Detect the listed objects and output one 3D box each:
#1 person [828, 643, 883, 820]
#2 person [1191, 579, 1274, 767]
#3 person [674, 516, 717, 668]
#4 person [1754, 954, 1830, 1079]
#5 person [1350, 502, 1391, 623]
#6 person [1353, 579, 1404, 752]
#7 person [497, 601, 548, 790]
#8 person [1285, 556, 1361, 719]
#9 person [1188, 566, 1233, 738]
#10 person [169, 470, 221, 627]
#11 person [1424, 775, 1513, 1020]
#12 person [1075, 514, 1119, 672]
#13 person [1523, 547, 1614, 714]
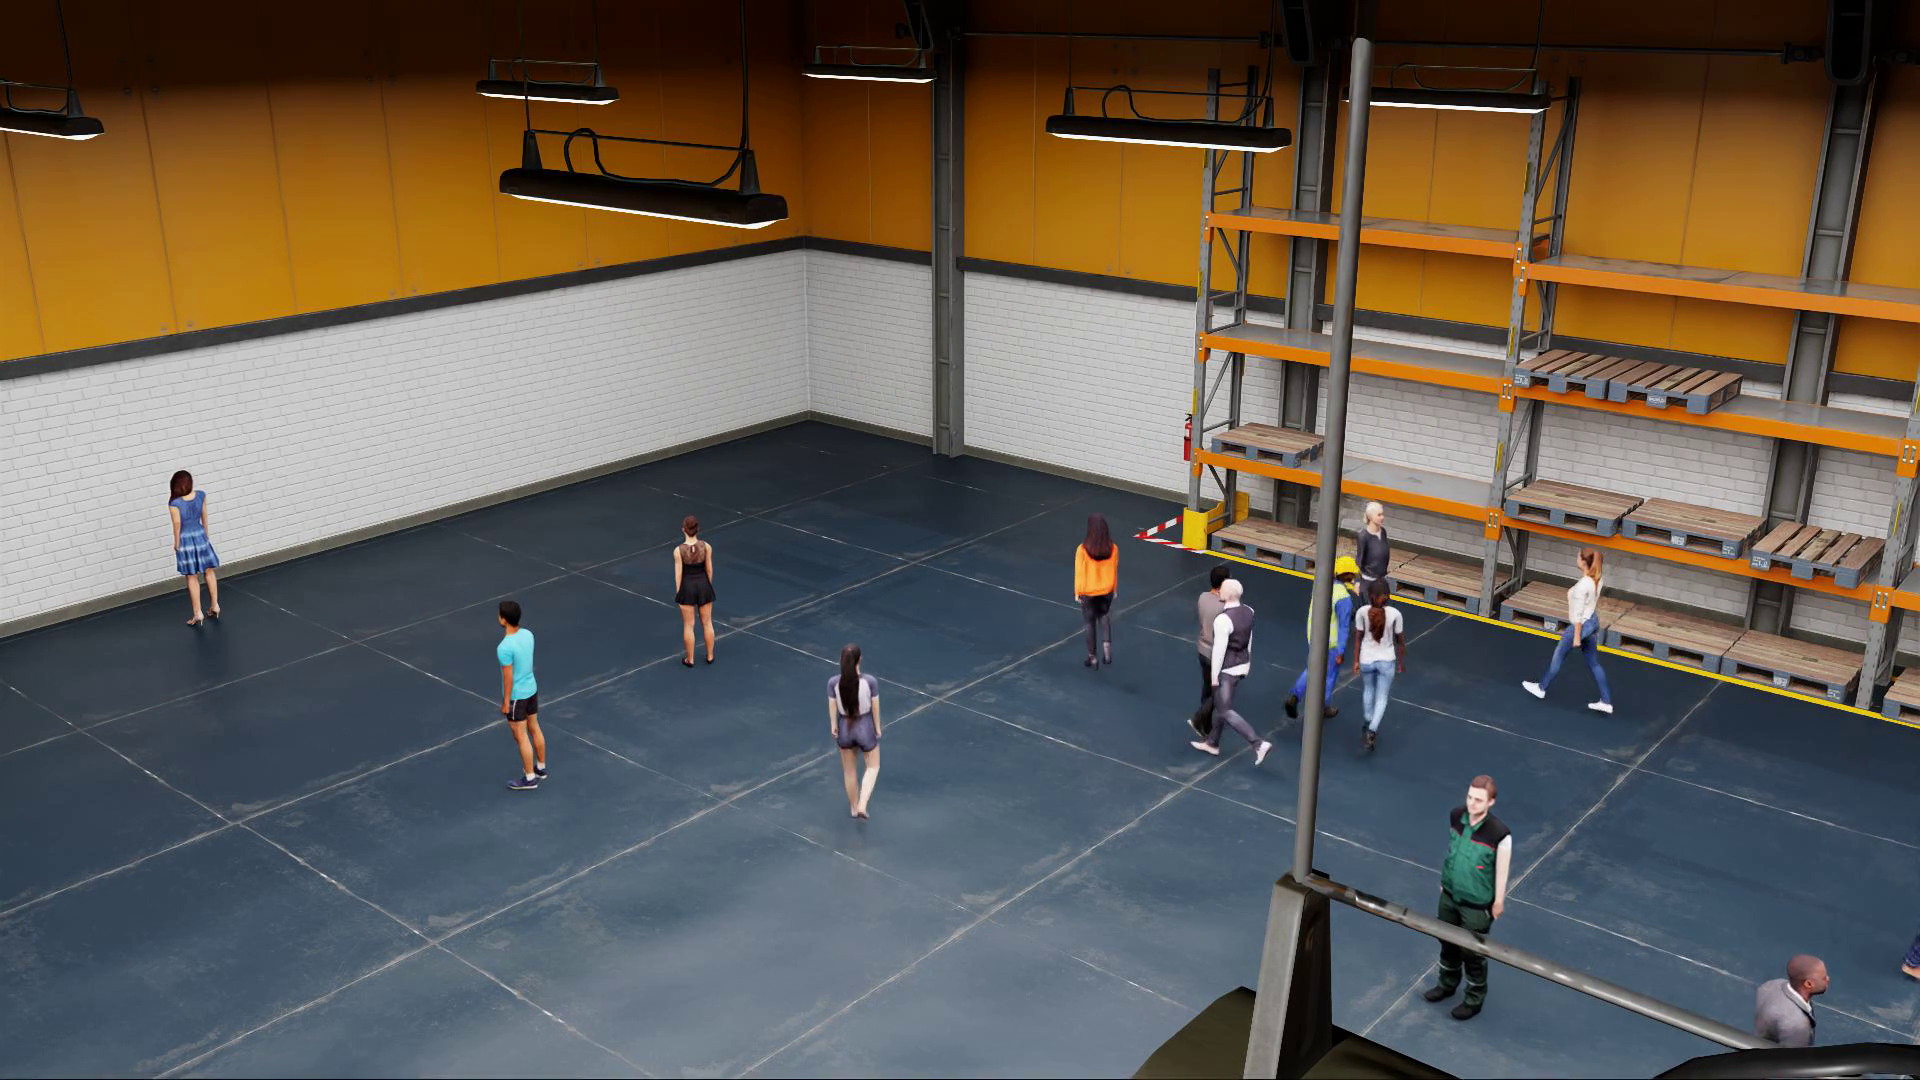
[{"bbox_3d":[-0.895,1.692,14.314,0.801,1.642,0.853,2,19,6],"label":"person"},{"bbox_3d":[2.554,1.258,15.363,1.109,1.795,0.676,15,24,37],"label":"person"},{"bbox_3d":[-2.824,0.536,17.698,0.669,1.675,0.689,-8,20,-22],"label":"person"},{"bbox_3d":[4.619,3.189,9.622,1.106,1.800,0.970,5,19,14],"label":"person"},{"bbox_3d":[4.412,0.398,18.064,0.725,1.702,1.036,-15,24,-37],"label":"person"},{"bbox_3d":[3.933,1.197,15.694,0.981,1.699,0.890,7,20,19],"label":"person"},{"bbox_3d":[-3.959,1.388,15.011,0.645,1.774,0.684,6,19,16],"label":"person"},{"bbox_3d":[3.507,1.001,16.167,0.937,1.769,0.982,-14,23,-37],"label":"person"},{"bbox_3d":[2.363,1.102,15.890,0.825,1.754,0.780,-4,19,-12],"label":"person"},{"bbox_3d":[-8.699,0.074,18.862,0.661,1.806,0.724,8,20,23],"label":"person"},{"bbox_3d":[3.579,2.478,11.671,0.762,1.840,0.613,-11,22,-31],"label":"person"},{"bbox_3d":[1.471,0.581,17.467,0.773,1.736,0.827,-6,19,-17],"label":"person"},{"bbox_3d":[6.260,0.939,16.510,0.722,1.669,1.166,-17,25,-40],"label":"person"}]
